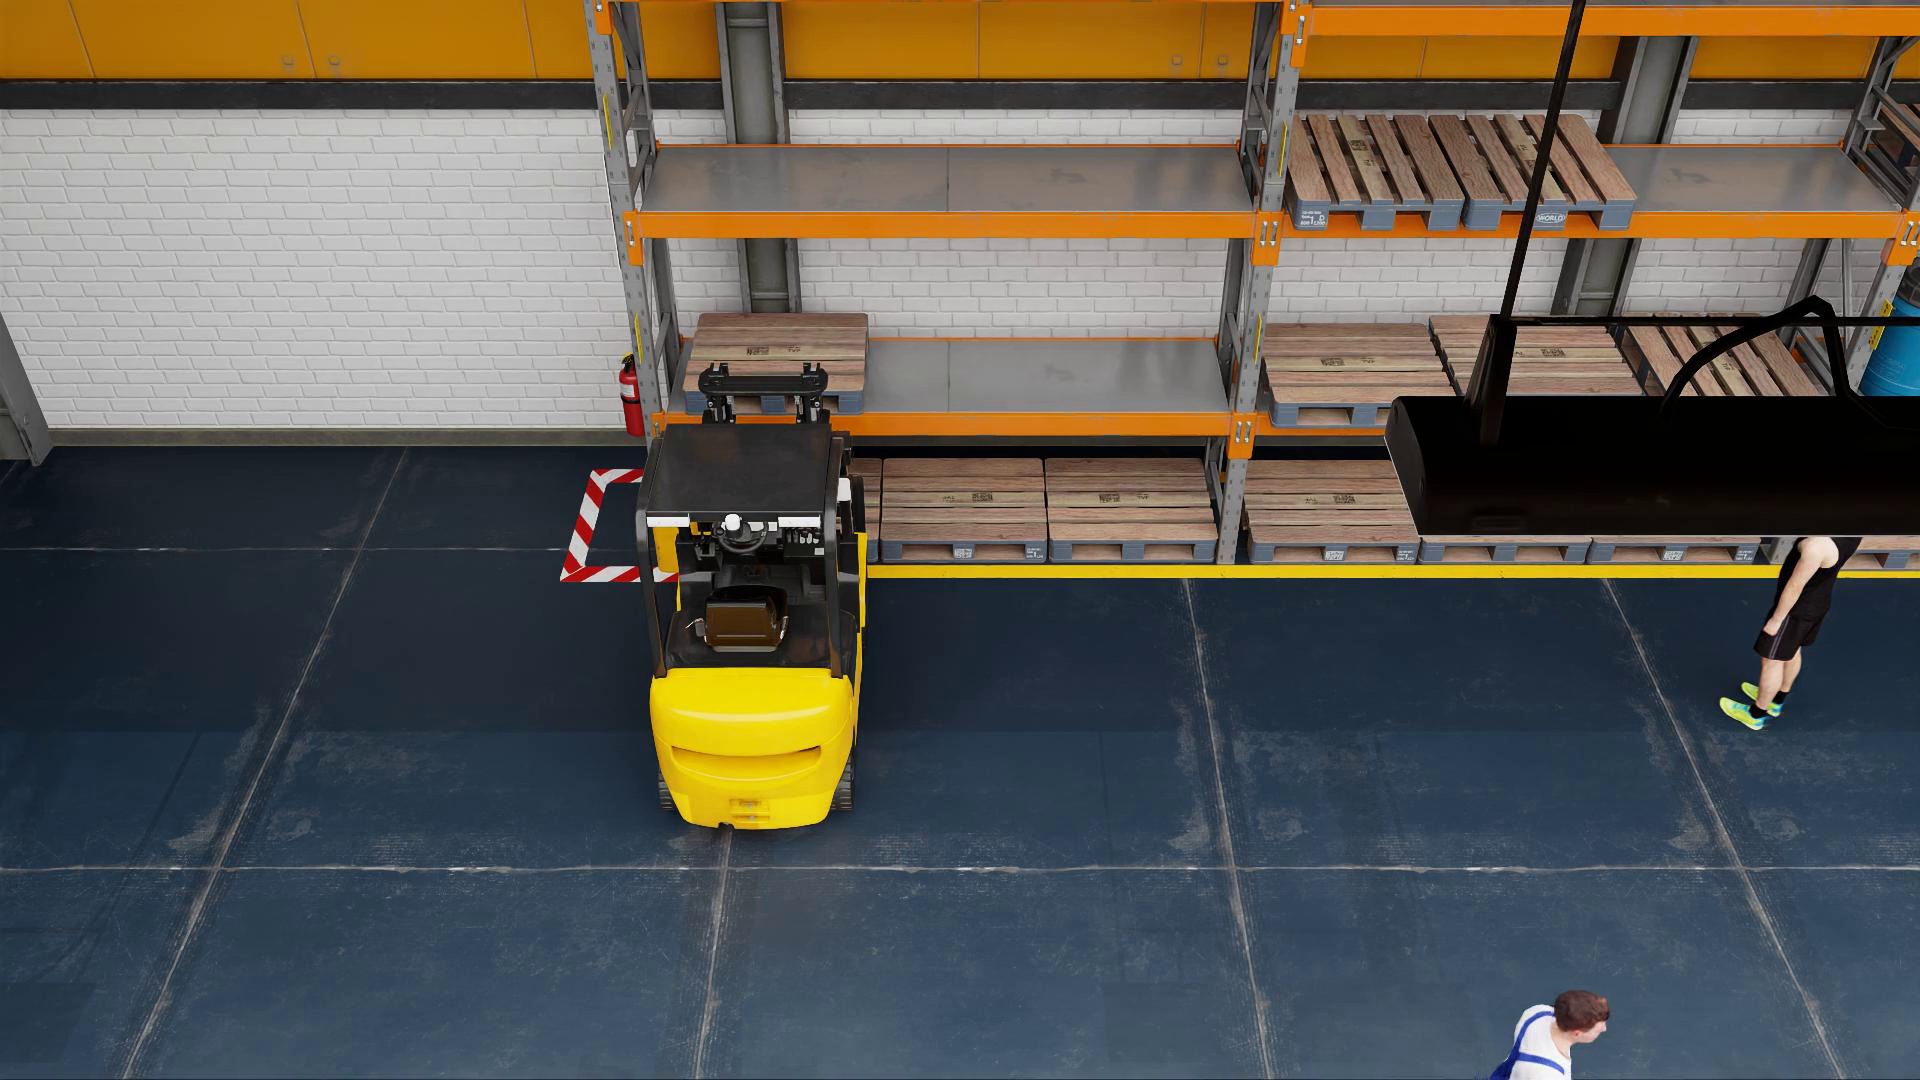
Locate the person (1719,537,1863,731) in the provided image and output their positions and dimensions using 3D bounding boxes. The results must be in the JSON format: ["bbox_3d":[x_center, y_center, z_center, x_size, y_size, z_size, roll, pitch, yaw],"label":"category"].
[{"bbox_3d":[5.173,0.391,10.232,0.740,1.890,0.809,-30,47,-32],"label":"person"}]

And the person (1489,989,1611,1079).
[{"bbox_3d":[2.440,2.596,7.529,1.022,1.819,0.795,12,40,15],"label":"person"}]
